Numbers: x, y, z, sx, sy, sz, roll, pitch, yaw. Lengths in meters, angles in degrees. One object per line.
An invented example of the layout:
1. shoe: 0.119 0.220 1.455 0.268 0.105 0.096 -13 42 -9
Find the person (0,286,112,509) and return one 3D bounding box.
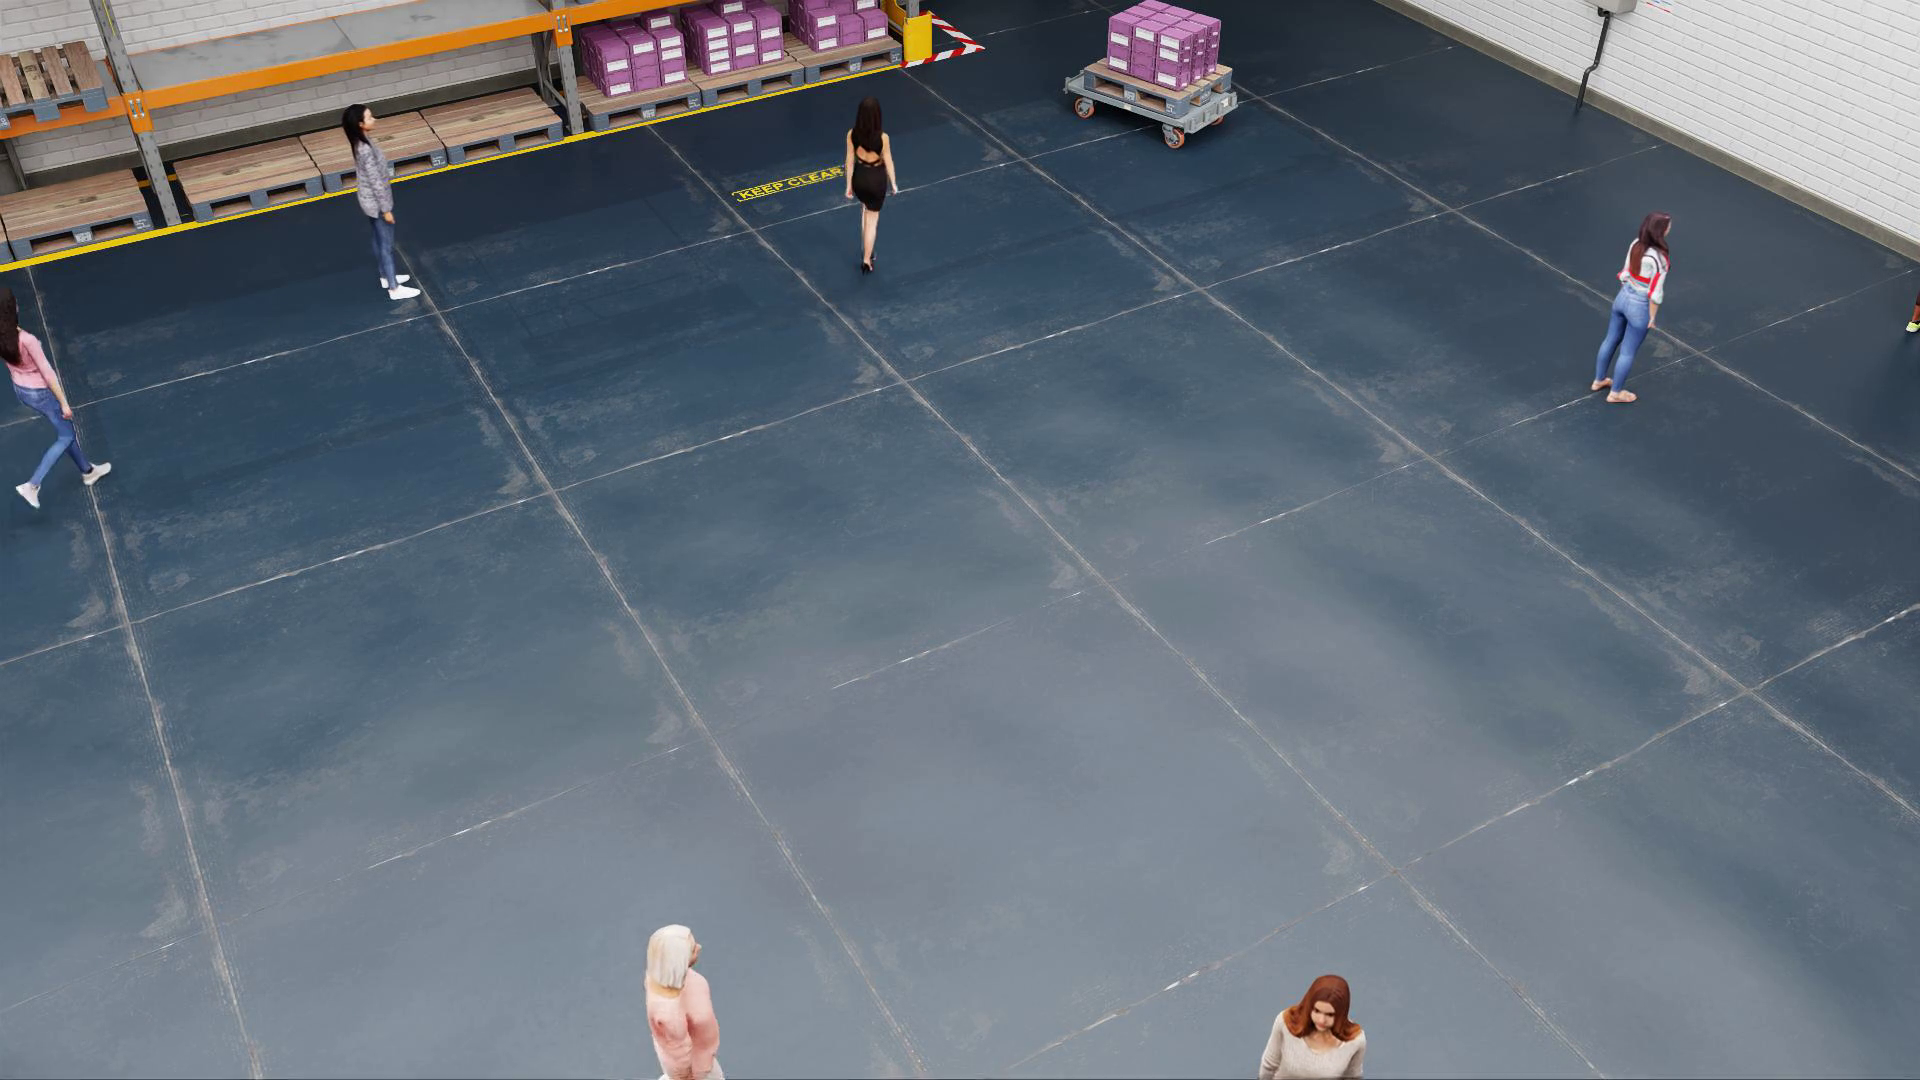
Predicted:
1. person: -6.634 -1.001 11.880 0.920 1.724 1.067 16 41 19

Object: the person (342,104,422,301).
1. person: -5.016 -2.914 14.270 0.517 1.732 0.605 -19 42 -22

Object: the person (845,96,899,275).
1. person: -0.816 -3.031 14.496 0.709 1.632 0.767 12 40 14

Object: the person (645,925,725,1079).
1. person: -1.348 2.357 7.686 0.995 1.711 0.717 -11 40 -14

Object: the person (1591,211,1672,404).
1. person: 5.278 -1.836 13.014 0.565 1.613 0.622 -12 40 -15

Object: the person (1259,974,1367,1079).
1. person: 1.552 2.502 7.502 0.693 1.713 0.750 10 40 12
